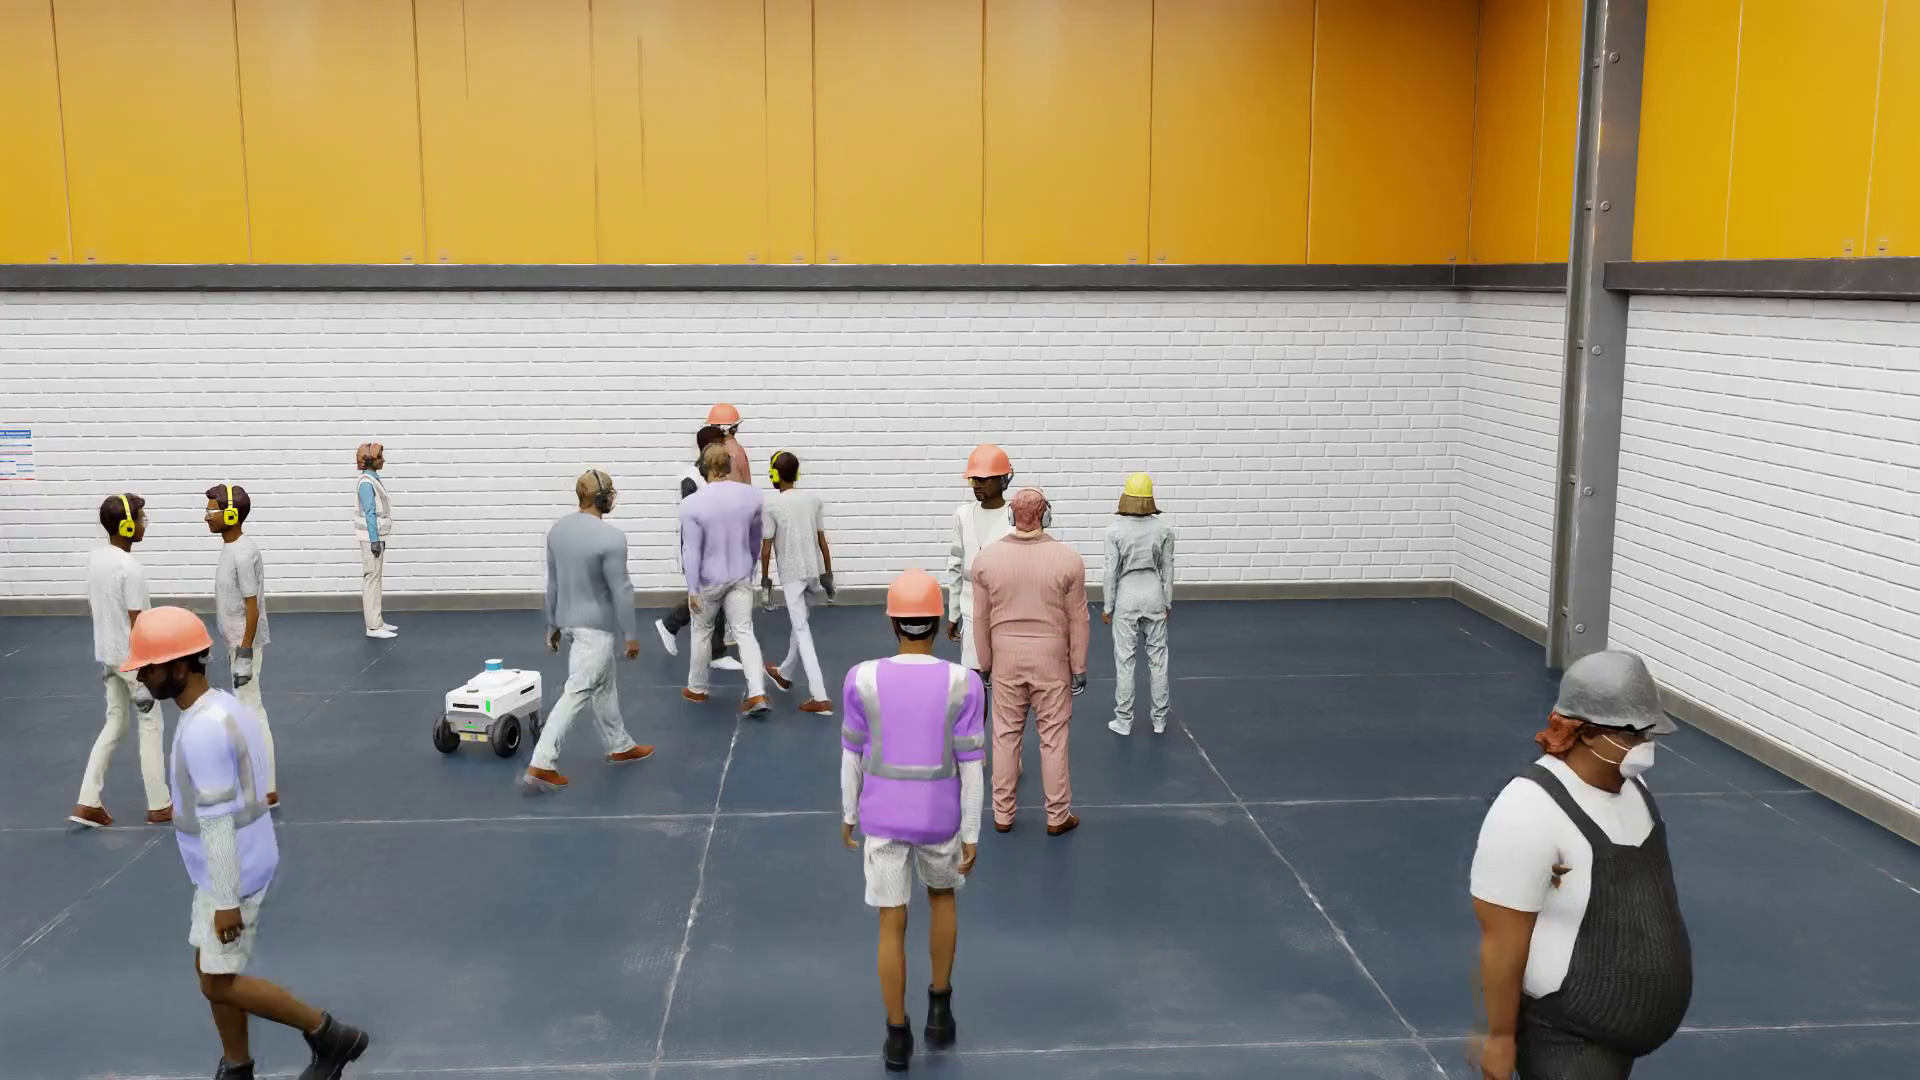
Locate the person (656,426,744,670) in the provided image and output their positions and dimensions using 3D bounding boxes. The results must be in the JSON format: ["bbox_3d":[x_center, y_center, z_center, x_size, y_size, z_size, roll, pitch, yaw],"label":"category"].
[{"bbox_3d":[-2.019,0.053,12.851,0.741,1.896,0.598,3,9,16],"label":"person"}]

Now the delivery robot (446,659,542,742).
[{"bbox_3d":[-2.996,1.013,10.715,0.477,0.478,0.707,2,9,14],"label":"delivery robot"}]

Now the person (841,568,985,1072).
[{"bbox_3d":[-0.187,1.062,6.455,0.558,1.917,0.607,0,9,-2],"label":"person"}]

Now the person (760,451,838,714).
[{"bbox_3d":[-1.197,0.282,11.746,0.537,1.795,1.007,-8,12,-40],"label":"person"}]

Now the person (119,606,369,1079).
[{"bbox_3d":[-2.557,1.154,5.902,0.663,1.906,0.578,-4,10,-25],"label":"person"}]

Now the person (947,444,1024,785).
[{"bbox_3d":[0.176,0.445,9.914,0.614,2.042,0.373,6,11,33],"label":"person"}]

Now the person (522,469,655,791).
[{"bbox_3d":[-2.255,0.522,9.944,0.646,1.895,1.017,8,12,41],"label":"person"}]

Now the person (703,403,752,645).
[{"bbox_3d":[-1.902,-0.132,13.689,0.390,1.995,0.613,-1,9,-5],"label":"person"}]

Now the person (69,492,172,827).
[{"bbox_3d":[-4.604,0.676,9.135,0.563,1.893,0.510,6,11,33],"label":"person"}]

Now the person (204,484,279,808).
[{"bbox_3d":[-4.083,0.611,9.411,0.329,1.873,0.514,-5,10,-29],"label":"person"}]

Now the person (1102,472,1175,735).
[{"bbox_3d":[1.175,0.419,11.012,0.483,1.745,0.305,-1,9,-8],"label":"person"}]

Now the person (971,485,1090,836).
[{"bbox_3d":[0.389,0.654,9.016,0.642,1.913,0.410,2,9,13],"label":"person"}]

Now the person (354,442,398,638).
[{"bbox_3d":[-4.920,0.001,13.965,0.307,1.641,0.514,-3,9,-16],"label":"person"}]

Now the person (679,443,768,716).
[{"bbox_3d":[-1.636,0.269,11.504,0.640,1.898,0.972,-6,11,-32],"label":"person"}]
